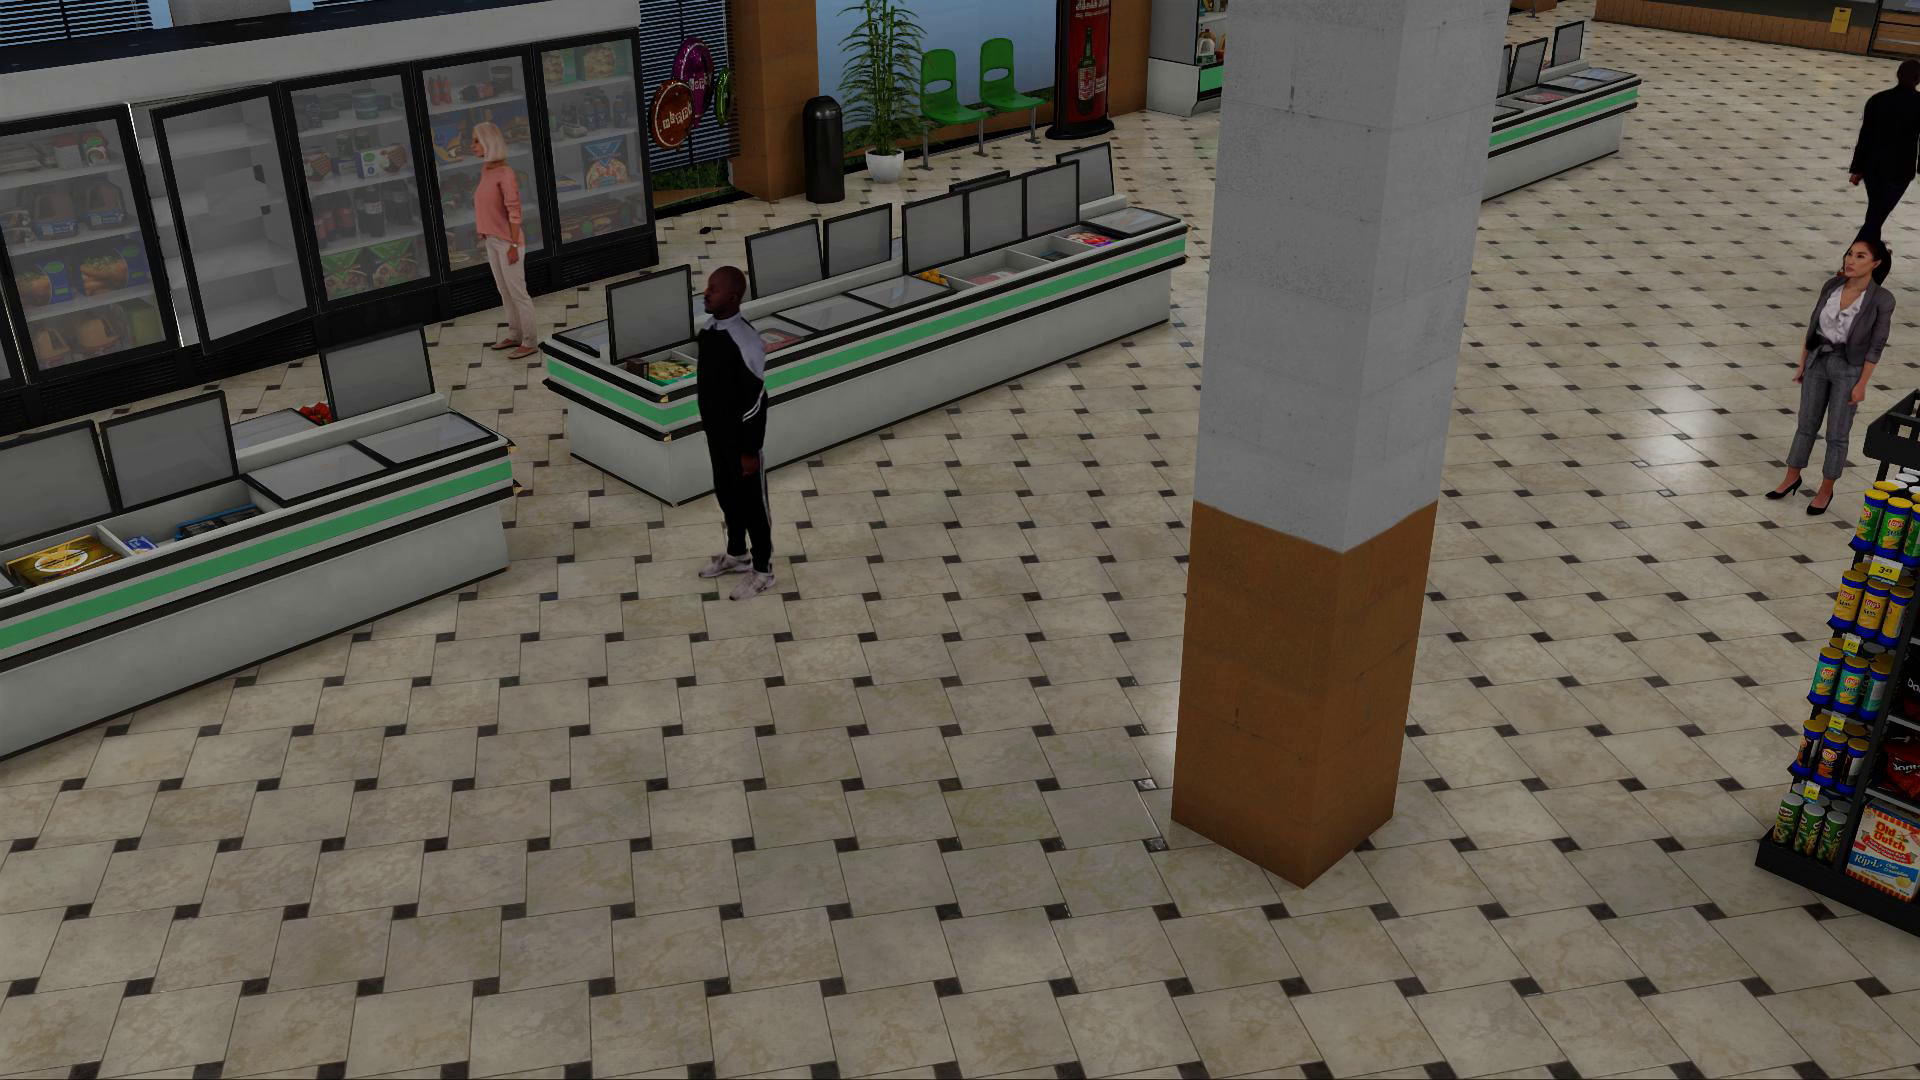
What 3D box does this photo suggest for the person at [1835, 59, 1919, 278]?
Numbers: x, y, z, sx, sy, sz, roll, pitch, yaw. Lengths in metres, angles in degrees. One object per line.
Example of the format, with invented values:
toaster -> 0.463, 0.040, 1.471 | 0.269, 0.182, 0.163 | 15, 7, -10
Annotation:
person -> 7.560, -2.975, 13.636 | 1.247, 1.772, 0.847 | -17, 32, -30

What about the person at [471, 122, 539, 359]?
person -> -3.325, -2.188, 12.136 | 0.535, 1.724, 0.616 | -21, 34, -35

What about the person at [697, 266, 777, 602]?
person -> -1.186, -0.589, 8.869 | 0.608, 1.827, 0.688 | -18, 32, -31

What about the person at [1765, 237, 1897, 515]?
person -> 5.159, -0.971, 9.788 | 0.669, 1.678, 0.676 | -15, 30, -27
